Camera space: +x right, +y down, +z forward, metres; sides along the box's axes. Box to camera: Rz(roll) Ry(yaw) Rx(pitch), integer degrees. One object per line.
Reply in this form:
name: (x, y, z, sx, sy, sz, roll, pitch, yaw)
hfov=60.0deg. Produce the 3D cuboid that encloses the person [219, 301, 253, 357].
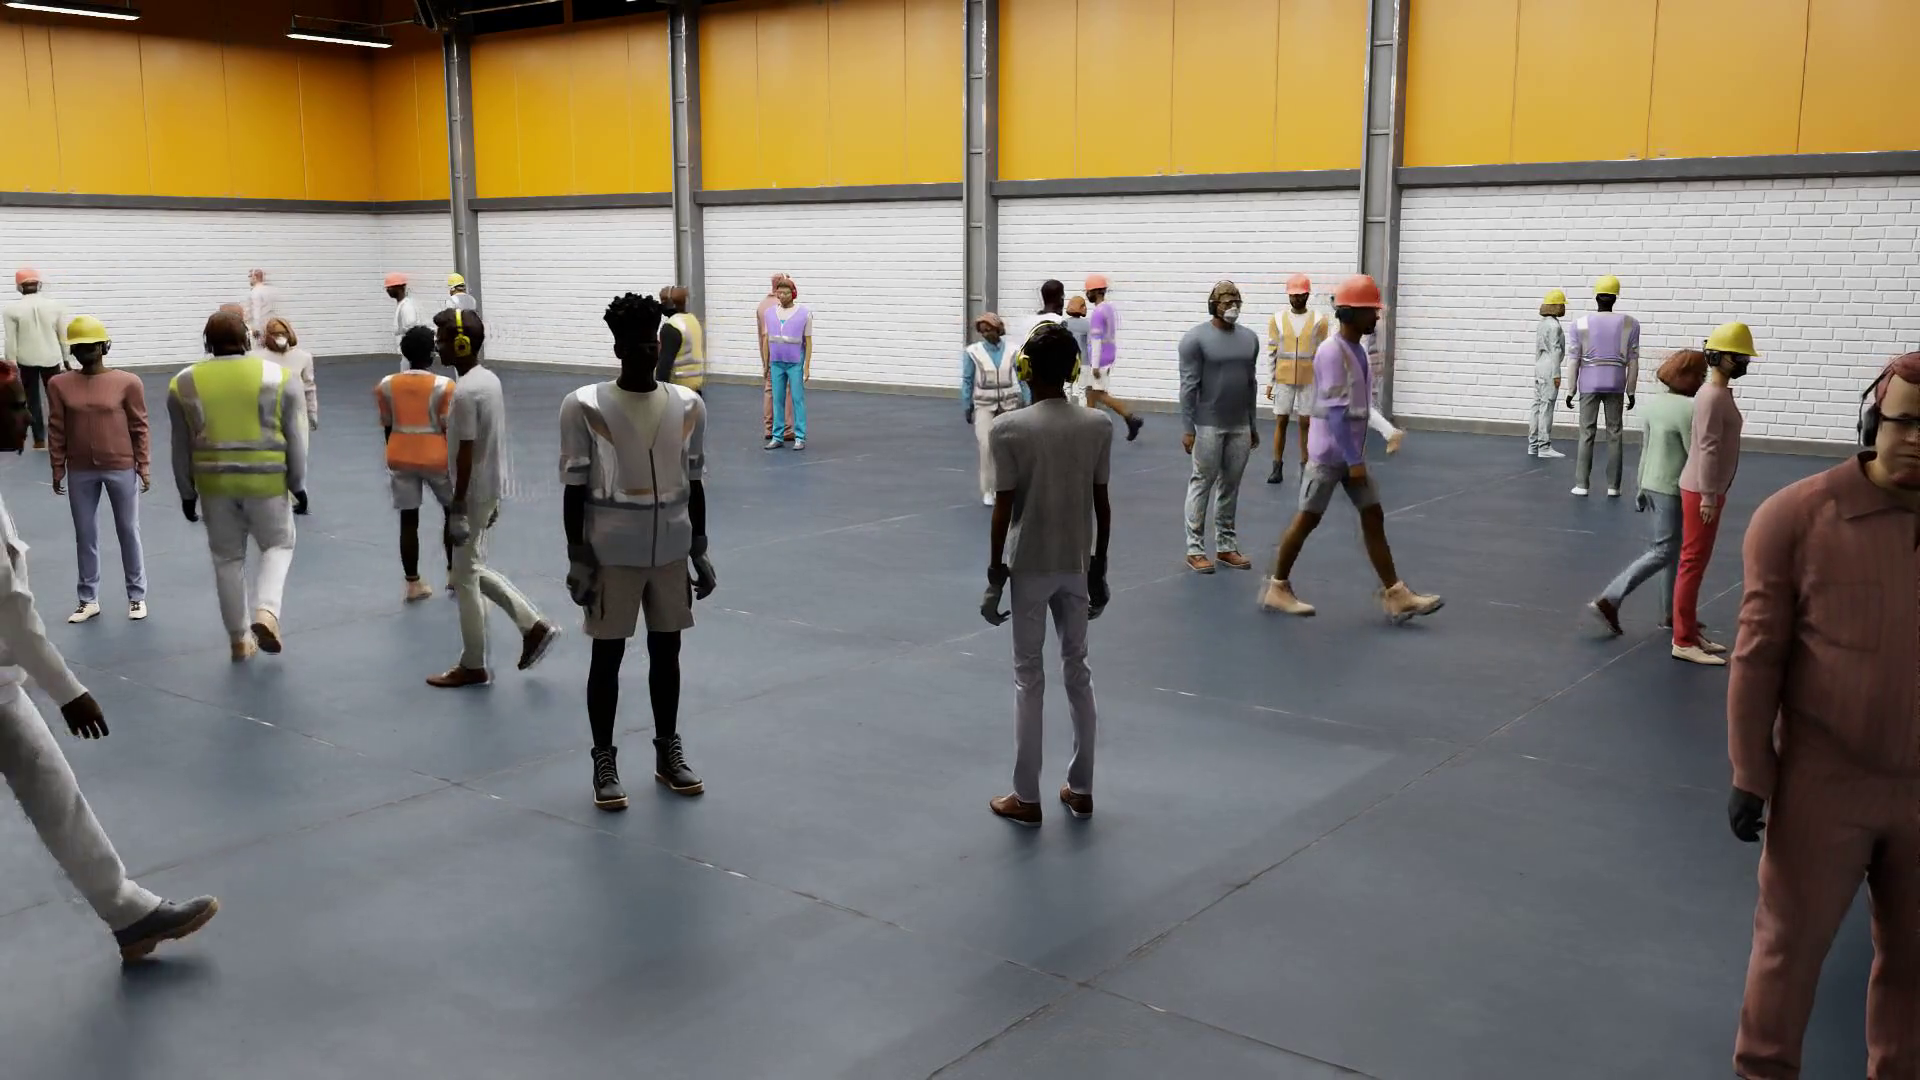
person: (-7.463, -1.676, 17.355, 0.468, 1.621, 0.526, 0, 10, 0)

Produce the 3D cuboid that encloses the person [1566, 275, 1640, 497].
person: (5.582, -1.331, 14.477, 0.585, 1.929, 0.370, 3, 10, 15)

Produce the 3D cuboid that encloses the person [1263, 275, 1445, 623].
person: (2.233, -0.502, 9.491, 1.057, 1.988, 0.616, 7, 12, 36)

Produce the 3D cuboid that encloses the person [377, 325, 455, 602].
person: (-3.275, -0.476, 10.250, 0.529, 1.676, 0.630, 1, 10, 3)

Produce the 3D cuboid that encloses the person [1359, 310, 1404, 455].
person: (4.217, -1.742, 17.196, 0.733, 1.821, 0.631, 4, 10, 21)

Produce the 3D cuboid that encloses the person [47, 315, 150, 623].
person: (-4.933, -0.402, 9.544, 0.534, 1.767, 0.318, -2, 10, -12)

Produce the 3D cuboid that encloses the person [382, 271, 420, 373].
person: (-6.706, -2.347, 20.461, 0.686, 1.909, 0.595, -5, 11, -25)

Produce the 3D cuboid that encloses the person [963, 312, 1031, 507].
person: (0.322, -1.086, 13.917, 0.544, 1.613, 0.570, -2, 10, -12)

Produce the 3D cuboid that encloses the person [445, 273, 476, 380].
person: (-7.320, -2.976, 24.338, 0.403, 1.830, 0.599, 4, 10, 21)

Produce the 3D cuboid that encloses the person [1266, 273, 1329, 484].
person: (3.086, -1.470, 15.264, 0.552, 1.935, 0.374, 2, 10, 14)

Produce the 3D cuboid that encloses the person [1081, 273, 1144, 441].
person: (1.632, -2.018, 18.559, 0.834, 1.908, 0.550, 3, 10, 15)

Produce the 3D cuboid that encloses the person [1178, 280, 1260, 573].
person: (1.735, -0.753, 11.085, 0.635, 1.938, 0.357, -6, 11, -29)

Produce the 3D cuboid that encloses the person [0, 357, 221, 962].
person: (-2.634, 0.406, 4.639, 0.982, 1.832, 0.591, -5, 11, -25)

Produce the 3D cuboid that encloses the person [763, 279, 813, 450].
person: (-1.858, -1.893, 17.991, 0.567, 1.846, 0.389, 3, 10, 17)

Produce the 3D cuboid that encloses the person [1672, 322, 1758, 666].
person: (3.912, -0.246, 8.642, 0.329, 1.765, 0.526, 5, 11, 27)

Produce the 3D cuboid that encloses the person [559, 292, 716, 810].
person: (-1.232, 0.037, 6.403, 0.600, 1.967, 0.367, -6, 12, -32)

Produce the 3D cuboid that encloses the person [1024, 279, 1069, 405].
person: (0.847, -1.361, 14.793, 0.926, 1.875, 0.617, -6, 12, -33)

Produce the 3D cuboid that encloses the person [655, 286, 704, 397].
person: (-2.633, -1.391, 15.128, 0.615, 1.820, 0.649, 2, 10, 9)

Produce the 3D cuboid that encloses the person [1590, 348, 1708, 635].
person: (3.855, -0.260, 9.186, 0.700, 1.605, 0.507, 0, 10, 0)

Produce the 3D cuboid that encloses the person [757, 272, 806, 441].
person: (-2.012, -2.072, 18.864, 0.403, 1.904, 0.651, -9, 13, -41)

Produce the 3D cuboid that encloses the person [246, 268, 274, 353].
person: (-11.475, -3.534, 27.435, 0.645, 1.890, 0.649, 0, 10, -3)

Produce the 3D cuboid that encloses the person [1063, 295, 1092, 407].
person: (1.350, -2.021, 19.349, 0.498, 1.634, 0.284, 4, 11, 24)

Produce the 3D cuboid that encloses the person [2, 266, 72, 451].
person: (-9.851, -1.925, 17.776, 0.639, 1.980, 0.506, -8, 13, -40)

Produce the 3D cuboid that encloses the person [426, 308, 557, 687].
person: (-2.327, -0.193, 8.053, 0.539, 1.855, 0.555, 0, 10, -2)

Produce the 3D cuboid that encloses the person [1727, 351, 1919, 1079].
person: (2.054, 0.533, 3.700, 0.650, 1.904, 0.401, 2, 10, 12)

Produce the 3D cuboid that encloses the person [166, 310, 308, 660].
person: (-3.722, -0.270, 8.600, 0.647, 1.824, 0.475, -3, 10, -15)

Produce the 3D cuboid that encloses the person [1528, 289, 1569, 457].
person: (6.172, -1.739, 17.390, 0.297, 1.745, 0.484, 0, 10, -2)

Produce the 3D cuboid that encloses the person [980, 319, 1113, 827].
person: (0.318, 0.128, 6.158, 0.514, 1.872, 0.328, -4, 11, -23)

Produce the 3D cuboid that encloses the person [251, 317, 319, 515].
person: (-5.521, -1.017, 13.567, 0.504, 1.614, 0.548, -8, 12, -38)
